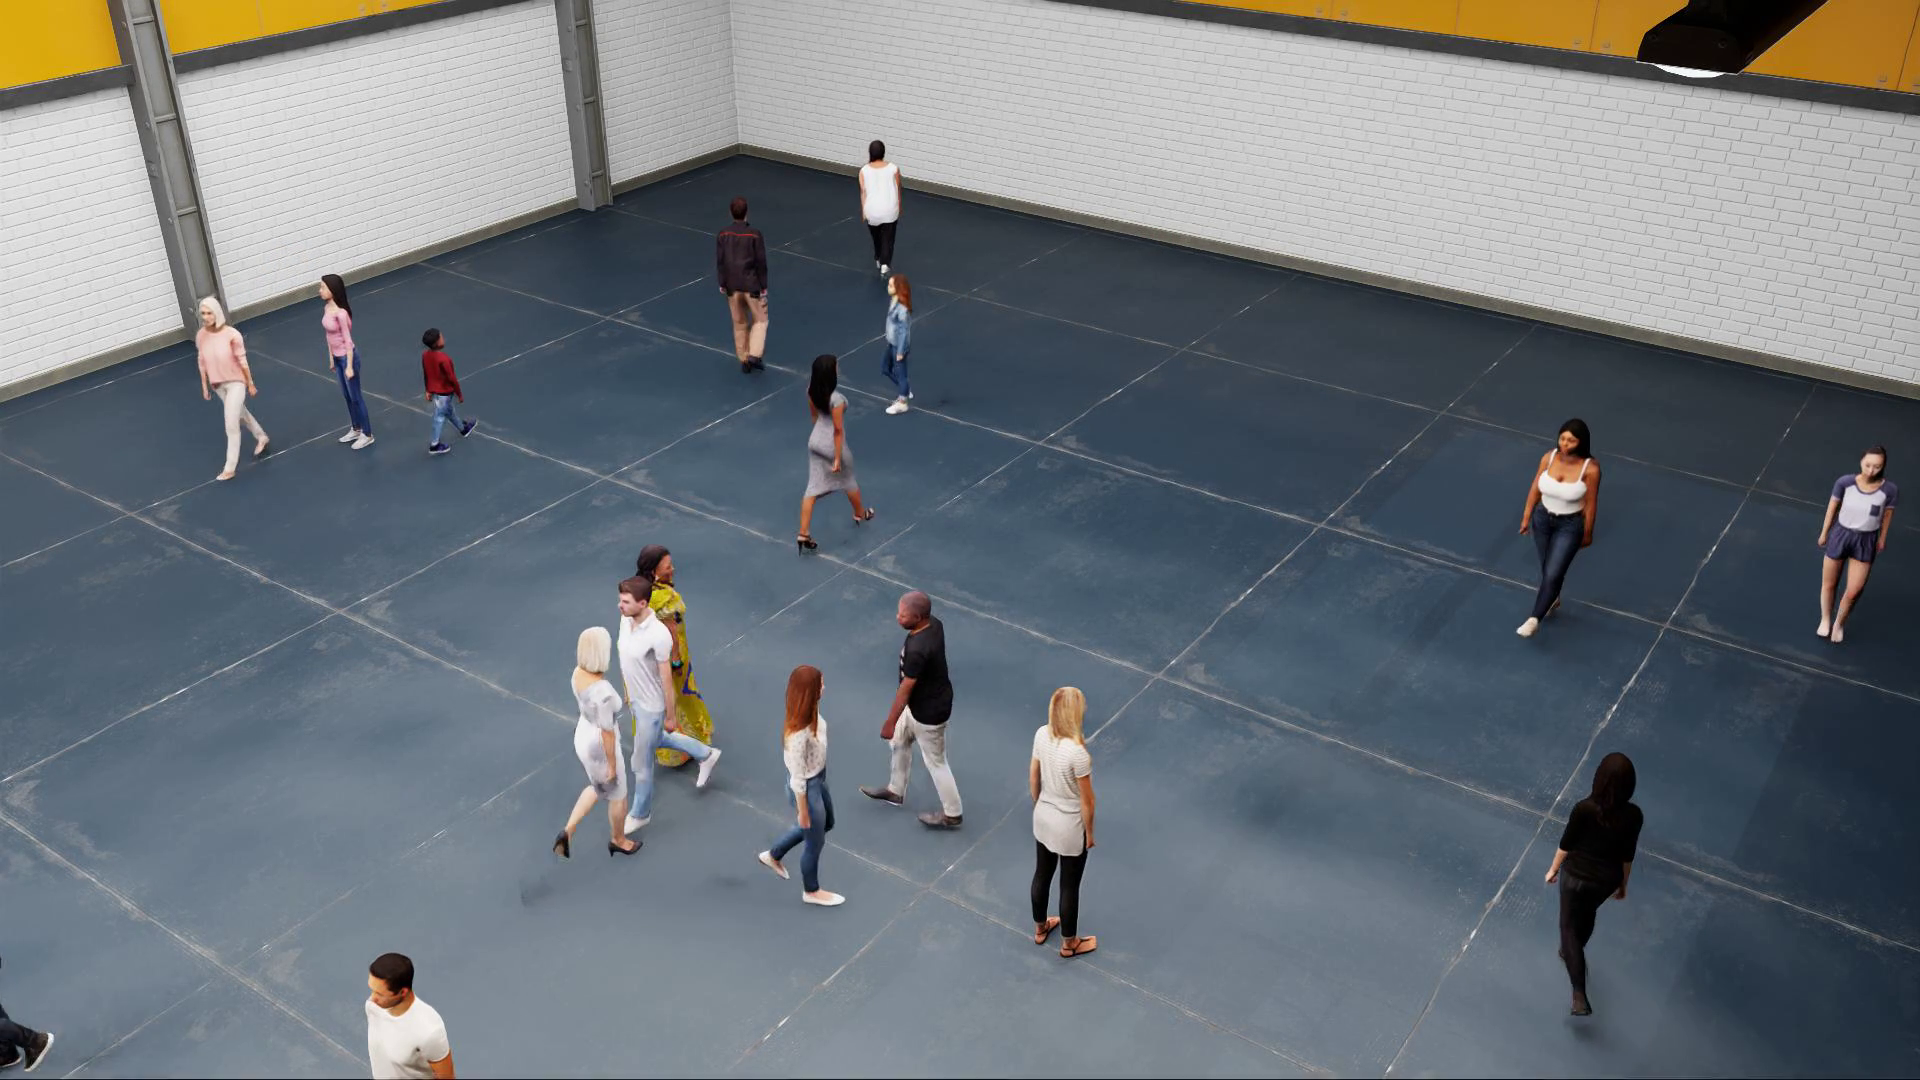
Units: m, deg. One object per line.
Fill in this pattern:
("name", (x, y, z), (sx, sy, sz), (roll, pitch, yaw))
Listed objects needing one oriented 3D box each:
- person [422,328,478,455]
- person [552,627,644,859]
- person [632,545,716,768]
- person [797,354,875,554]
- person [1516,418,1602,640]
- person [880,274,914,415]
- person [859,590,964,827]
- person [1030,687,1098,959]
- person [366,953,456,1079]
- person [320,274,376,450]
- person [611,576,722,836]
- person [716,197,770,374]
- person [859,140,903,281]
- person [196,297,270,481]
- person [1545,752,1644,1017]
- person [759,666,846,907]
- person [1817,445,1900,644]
("person", (-5.028, -1.405, 15.965), (0.513, 1.227, 0.848), (19, 34, 31))
("person", (-2.320, 1.345, 10.399), (0.894, 1.729, 0.702), (-22, 36, -35))
("person", (-2.065, 0.779, 11.511), (0.953, 1.657, 0.975), (-17, 33, -29))
("person", (-1.185, -0.696, 14.143), (0.640, 1.726, 1.125), (21, 35, 33))
("person", (4.752, -0.138, 13.068), (1.137, 1.776, 0.827), (-23, 36, -36))
("person", (-0.555, -1.983, 16.767), (0.711, 1.472, 0.678), (-9, 30, -17))
("person", (-0.128, 1.127, 10.750), (0.974, 1.776, 1.013), (4, 29, 7))
("person", (0.588, 1.656, 9.729), (0.637, 1.824, 0.575), (25, 37, 38))
("person", (-2.576, 2.654, 7.927), (0.650, 1.798, 0.544), (16, 33, 27))
("person", (-5.928, -1.736, 16.035), (0.582, 1.742, 0.621), (-22, 36, -35))
("person", (-1.956, 1.033, 10.872), (1.217, 1.824, 0.881), (-21, 35, -33))
("person", (-2.287, -2.631, 17.496), (0.902, 1.913, 0.969), (1, 29, 1))
("person", (-0.959, -4.008, 20.287), (0.961, 1.657, 1.194), (4, 29, 8))
("person", (-6.824, -1.473, 15.623), (0.958, 1.672, 1.243), (4, 29, 8))
("person", (3.570, 1.961, 9.380), (0.907, 1.624, 1.058), (0, 29, 1))
("person", (-1.018, 1.504, 10.120), (0.860, 1.716, 0.839), (1, 29, 3))
("person", (6.953, 0.001, 12.958), (0.610, 1.639, 0.560), (17, 33, 28))
